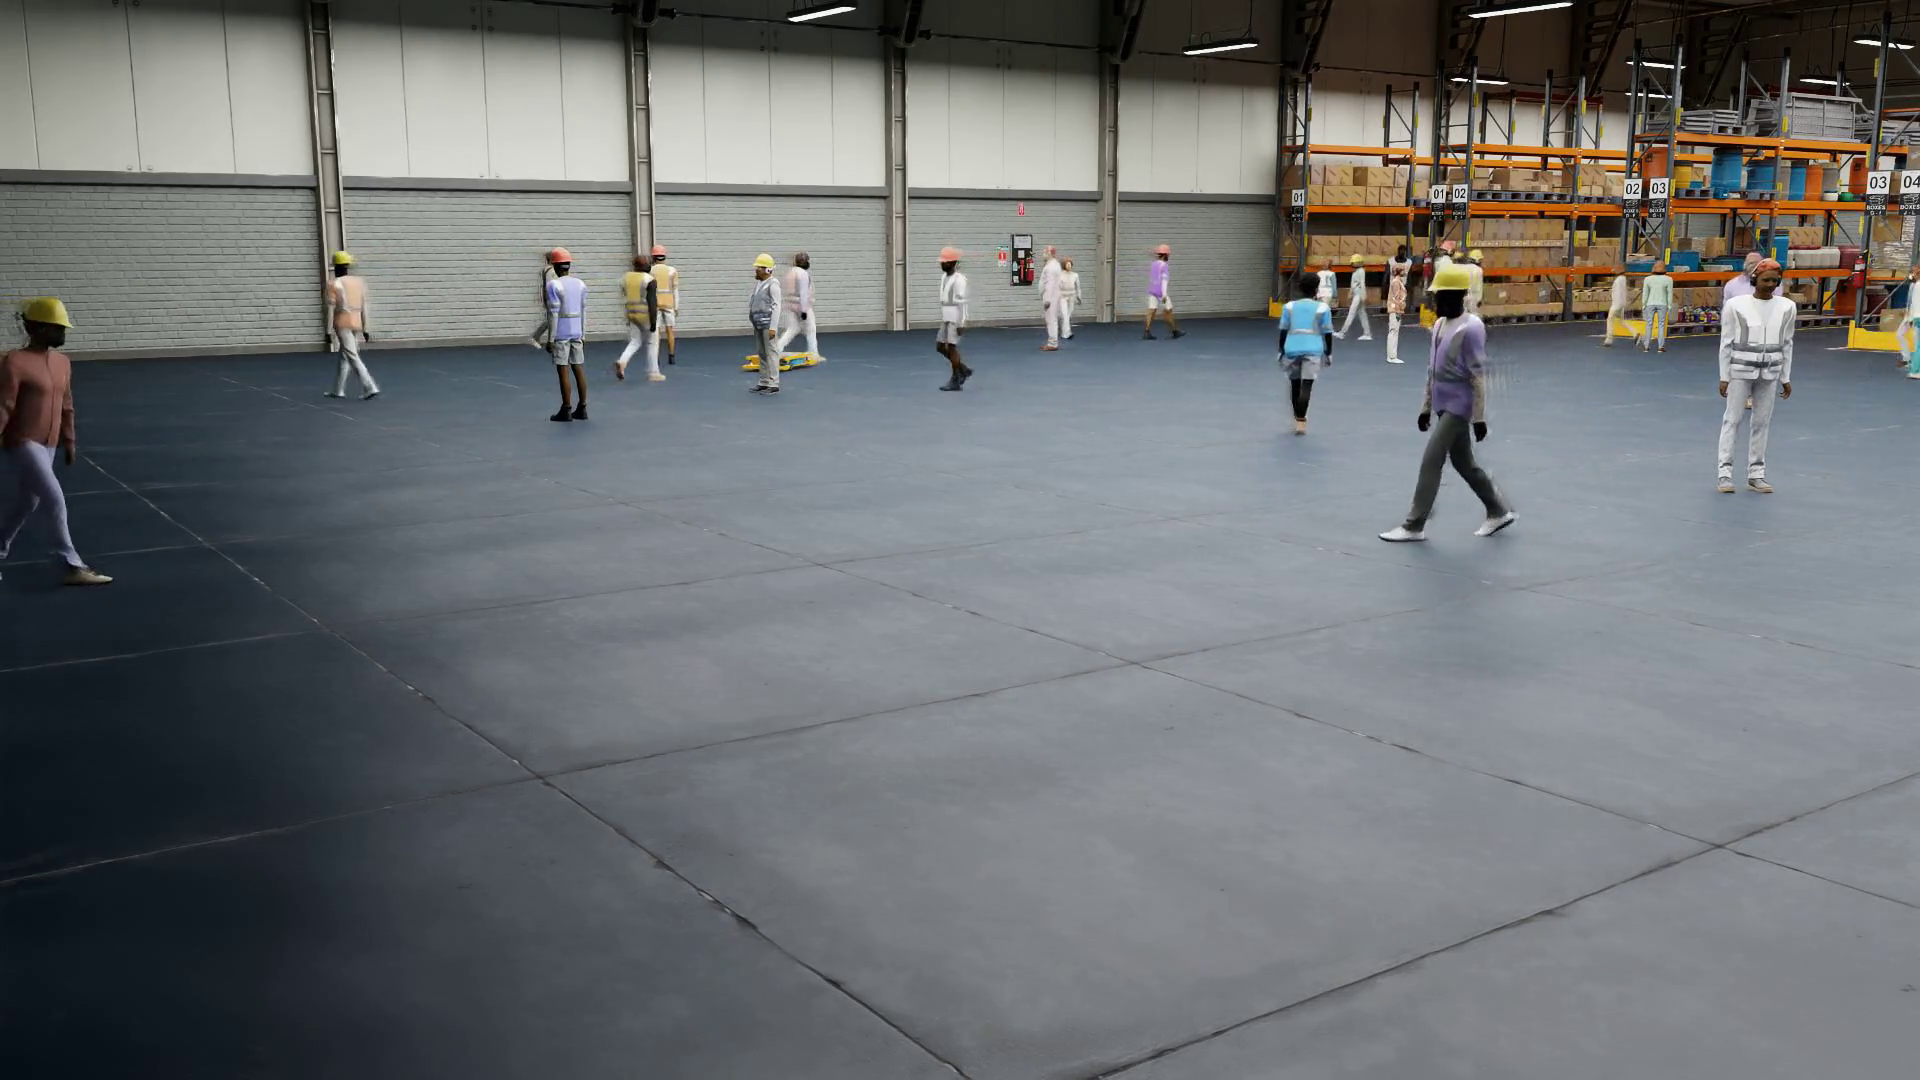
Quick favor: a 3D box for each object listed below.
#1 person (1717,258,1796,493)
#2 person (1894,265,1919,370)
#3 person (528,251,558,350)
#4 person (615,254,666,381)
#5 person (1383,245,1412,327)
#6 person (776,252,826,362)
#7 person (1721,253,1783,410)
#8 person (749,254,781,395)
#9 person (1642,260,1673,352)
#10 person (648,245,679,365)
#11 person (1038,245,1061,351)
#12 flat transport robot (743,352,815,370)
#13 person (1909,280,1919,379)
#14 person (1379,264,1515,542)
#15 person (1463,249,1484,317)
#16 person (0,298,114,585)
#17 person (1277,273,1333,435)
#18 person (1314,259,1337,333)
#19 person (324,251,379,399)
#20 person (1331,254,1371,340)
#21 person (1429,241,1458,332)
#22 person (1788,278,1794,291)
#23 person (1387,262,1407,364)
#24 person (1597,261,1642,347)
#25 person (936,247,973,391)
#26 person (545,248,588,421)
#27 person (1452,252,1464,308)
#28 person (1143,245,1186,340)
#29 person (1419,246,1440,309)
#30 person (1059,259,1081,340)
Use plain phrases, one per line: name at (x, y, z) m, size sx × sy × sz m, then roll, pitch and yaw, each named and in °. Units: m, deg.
person at (6.403, -1.316, 13.398) m, size 0.573 × 1.886 × 0.359 m, roll 1°, pitch 10°, yaw 4°
person at (14.698, -3.432, 25.709) m, size 0.455 × 1.614 × 0.531 m, roll 1°, pitch 10°, yaw 6°
person at (-7.519, -4.391, 30.487) m, size 0.918 × 1.819 × 0.523 m, roll -7°, pitch 13°, yaw -35°
person at (-4.554, -3.145, 23.615) m, size 0.634 × 1.818 × 0.722 m, roll 7°, pitch 12°, yaw 32°
person at (10.124, -5.870, 38.460) m, size 0.630 × 1.884 × 0.972 m, roll 3°, pitch 11°, yaw 15°
person at (-2.673, -3.816, 27.330) m, size 0.856 × 1.817 × 0.631 m, roll -6°, pitch 12°, yaw -28°
person at (9.311, -2.435, 19.604) m, size 0.648 × 1.861 × 1.016 m, roll 5°, pitch 11°, yaw 23°
person at (-2.559, -2.824, 21.801) m, size 0.403 × 1.837 × 0.590 m, roll -6°, pitch 12°, yaw -32°
person at (12.474, -4.176, 29.762) m, size 0.507 × 1.634 × 0.274 m, roll 6°, pitch 12°, yaw 30°
person at (-4.815, -3.780, 26.812) m, size 0.548 × 1.928 × 0.394 m, roll -2°, pitch 11°, yaw -10°
person at (1.615, -4.385, 30.166) m, size 0.403 × 1.906 × 0.650 m, roll 2°, pitch 10°, yaw 9°
flat transport robot at (-2.823, -2.807, 26.000) m, size 0.652 × 0.197 × 1.431 m, roll 3°, pitch 11°, yaw 15°
person at (14.079, -3.205, 24.112) m, size 0.580 × 1.746 × 0.556 m, roll -1°, pitch 10°, yaw -7°
person at (3.374, -0.925, 11.261) m, size 0.982 × 1.881 × 0.601 m, roll -1°, pitch 10°, yaw -6°
person at (9.883, -4.723, 32.255) m, size 0.529 × 1.817 × 0.616 m, roll -4°, pitch 11°, yaw -21°
person at (-5.518, -0.572, 9.811) m, size 0.860 × 1.707 × 0.561 m, roll 1°, pitch 10°, yaw 4°
person at (3.645, -1.957, 17.488) m, size 0.556 × 1.660 × 0.822 m, roll 5°, pitch 12°, yaw 27°
person at (7.692, -5.142, 35.165) m, size 0.849 × 1.598 × 0.530 m, roll -6°, pitch 12°, yaw -31°
person at (-7.787, -2.727, 21.157) m, size 0.966 × 1.886 × 0.598 m, roll 4°, pitch 11°, yaw 23°
person at (7.863, -4.854, 33.279) m, size 0.880 × 1.694 × 0.514 m, roll 0°, pitch 10°, yaw -1°
person at (9.655, -4.962, 33.129) m, size 0.486 × 1.979 × 0.629 m, roll -1°, pitch 10°, yaw -5°
person at (24.113, -7.753, 48.375) m, size 0.745 × 2.006 × 0.678 m, roll 3°, pitch 11°, yaw 16°
person at (7.125, -3.703, 27.153) m, size 0.307 × 1.644 × 0.514 m, roll 2°, pitch 11°, yaw 11°
person at (12.310, -4.377, 30.927) m, size 0.699 × 1.605 × 0.507 m, roll 8°, pitch 13°, yaw 36°
person at (-0.096, -2.950, 22.257) m, size 0.501 × 1.918 × 0.565 m, roll -5°, pitch 11°, yaw -25°
person at (-4.427, -2.295, 18.628) m, size 0.363 × 1.933 × 0.552 m, roll 7°, pitch 12°, yaw 33°
person at (11.117, -5.538, 36.975) m, size 0.525 × 1.734 × 0.816 m, roll -6°, pitch 12°, yaw -31°
person at (4.074, -4.944, 33.279) m, size 0.975 × 1.882 × 0.565 m, roll -5°, pitch 12°, yaw -26°
person at (11.979, -6.570, 42.315) m, size 0.561 × 1.845 × 0.560 m, roll 7°, pitch 13°, yaw 35°
person at (2.185, -4.815, 33.349) m, size 0.540 × 1.589 × 0.844 m, roll -4°, pitch 11°, yaw -19°
